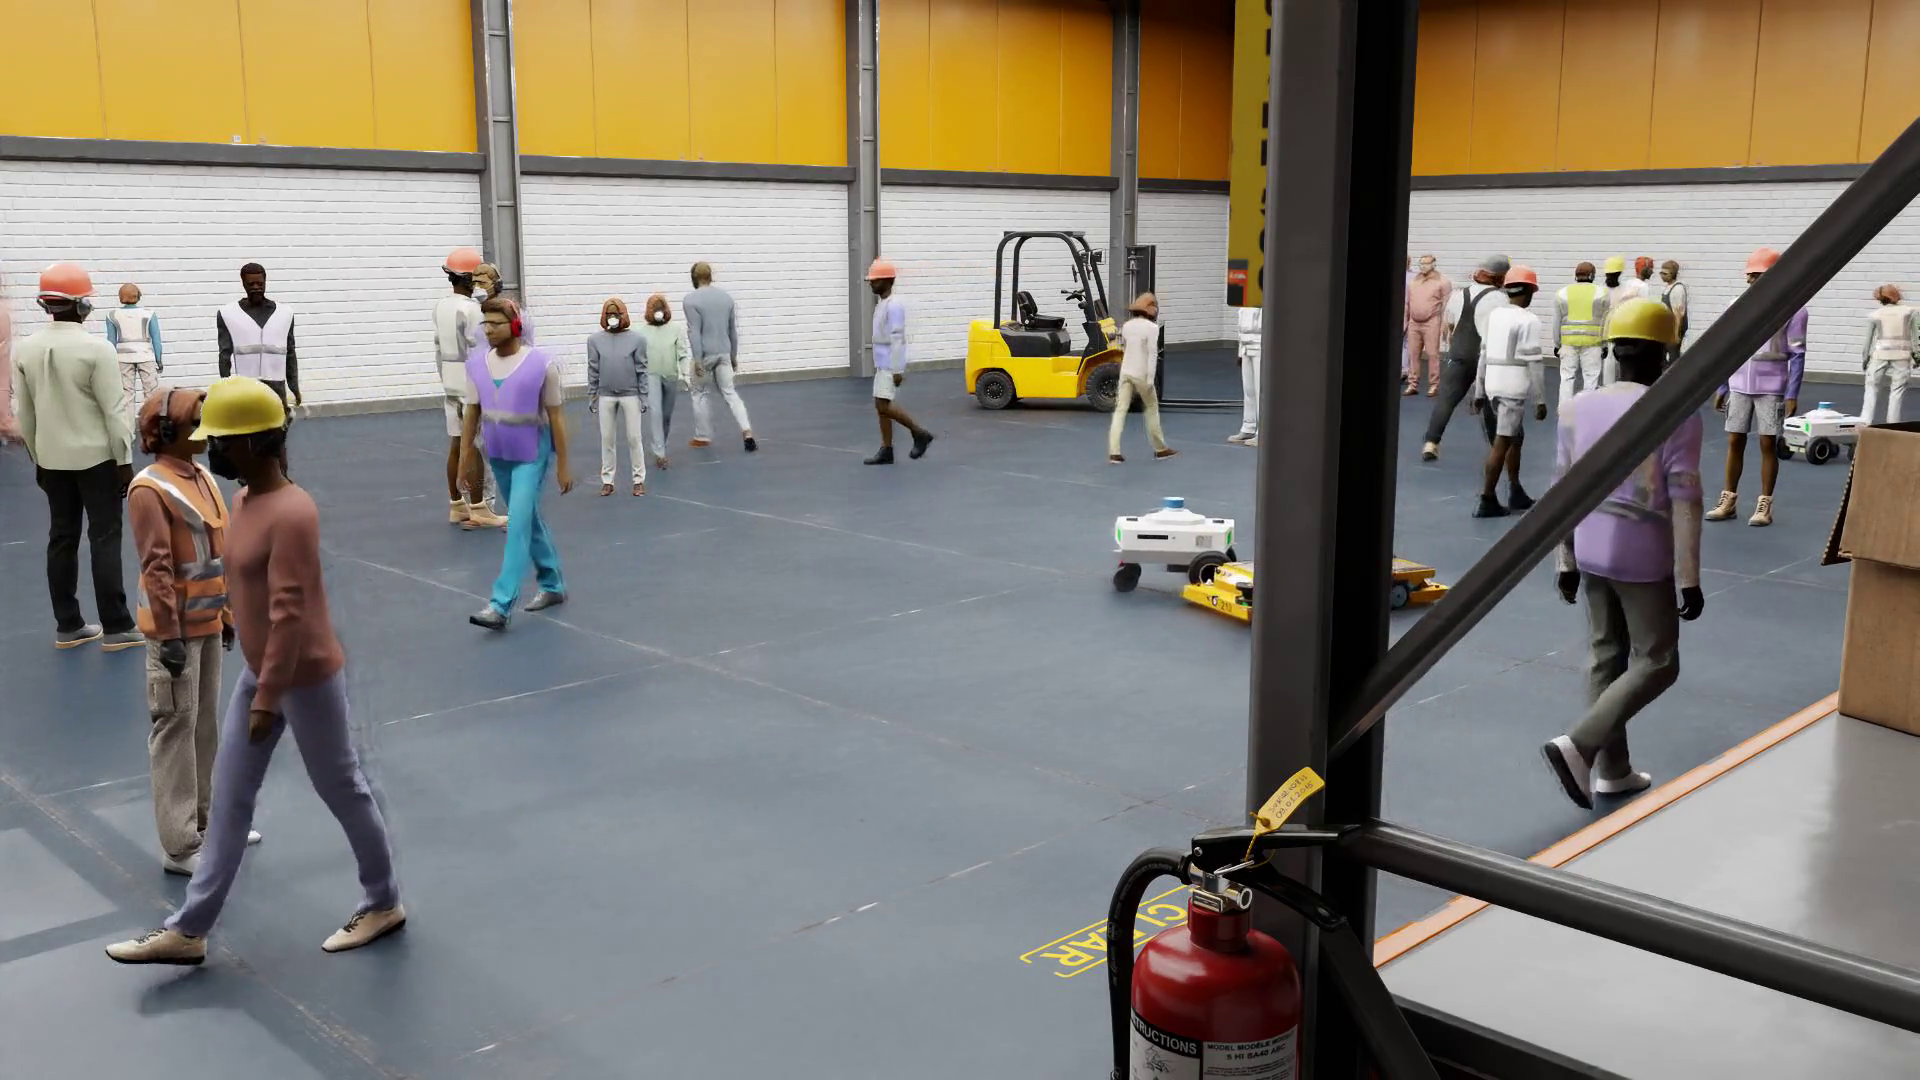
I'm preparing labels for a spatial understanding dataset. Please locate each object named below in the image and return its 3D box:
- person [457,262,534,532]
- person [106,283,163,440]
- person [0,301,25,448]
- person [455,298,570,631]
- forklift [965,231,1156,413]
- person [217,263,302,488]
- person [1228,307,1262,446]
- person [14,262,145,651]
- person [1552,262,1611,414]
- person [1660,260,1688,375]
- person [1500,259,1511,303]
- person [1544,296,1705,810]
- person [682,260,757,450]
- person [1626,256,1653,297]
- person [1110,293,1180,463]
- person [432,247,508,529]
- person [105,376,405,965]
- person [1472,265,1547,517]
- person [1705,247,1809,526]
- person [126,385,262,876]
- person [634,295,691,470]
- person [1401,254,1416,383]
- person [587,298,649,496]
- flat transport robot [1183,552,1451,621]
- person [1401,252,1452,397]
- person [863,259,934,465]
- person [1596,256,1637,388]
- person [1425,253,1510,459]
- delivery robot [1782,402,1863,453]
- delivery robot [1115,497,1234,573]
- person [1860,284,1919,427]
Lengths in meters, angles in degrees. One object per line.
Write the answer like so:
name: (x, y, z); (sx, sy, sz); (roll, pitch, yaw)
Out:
person: (-3.363, -1.023, 12.000); (0.630, 1.940, 0.372); (3, 11, 15)
person: (-8.545, -1.836, 17.256); (0.514, 1.638, 0.310); (-3, 11, -15)
person: (-8.168, -1.380, 14.136); (0.882, 1.875, 0.647); (-4, 11, -23)
person: (-2.484, -0.428, 9.156); (0.587, 1.787, 0.979); (5, 11, 24)
forklift: (1.222, -2.721, 20.561); (2.313, 2.155, 1.214); (2, 11, 13)
person: (-5.546, -1.228, 13.181); (0.597, 1.915, 0.372); (-8, 13, -37)
person: (3.005, -1.899, 16.931); (0.358, 1.882, 0.574); (-4, 11, -21)
person: (-4.505, -0.418, 8.540); (0.620, 1.997, 0.372); (3, 11, 14)
person: (6.966, -2.189, 18.645); (0.621, 1.837, 0.429); (6, 12, 30)
person: (9.210, -2.698, 21.485); (0.485, 1.808, 0.518); (1, 10, 4)
person: (8.419, -3.528, 25.956); (0.600, 1.827, 0.404); (1, 10, 5)
person: (2.422, 0.065, 6.128); (0.635, 1.911, 0.609); (-6, 12, -29)
person: (-2.381, -1.818, 16.504); (0.828, 1.898, 0.649); (10, 14, 42)
person: (8.361, -2.557, 20.547); (0.408, 1.882, 0.608); (1, 10, 4)
person: (1.719, -1.523, 15.645); (0.838, 1.582, 0.530); (-8, 13, -38)
person: (-3.569, -1.099, 12.130); (0.615, 2.043, 0.373); (10, 14, 42)
person: (-2.037, 0.405, 4.770); (0.869, 1.726, 0.542); (-9, 14, -41)
person: (4.263, -1.120, 12.621); (0.783, 1.898, 0.579); (-4, 11, -21)
person: (5.866, -1.121, 12.247); (0.391, 2.045, 0.608); (-9, 13, -39)
person: (-2.594, 0.301, 5.597); (0.310, 1.641, 0.514); (-1, 10, -6)
person: (-2.780, -1.481, 15.457); (0.500, 1.592, 0.843); (-5, 11, -23)
person: (6.413, -3.175, 23.930); (0.665, 1.875, 0.645); (-4, 11, -19)
person: (-2.796, -1.165, 13.634); (0.502, 1.627, 0.277); (0, 10, 1)
flat transport robot: (2.077, 0.247, 9.629); (1.431, 0.197, 0.652); (-5, 11, -25)
person: (6.161, -2.855, 22.082); (0.653, 1.902, 0.403); (10, 14, 43)
person: (-0.611, -1.639, 15.433); (0.561, 1.922, 0.545); (-3, 11, -16)
person: (7.842, -2.456, 20.007); (0.696, 1.893, 0.602); (-10, 14, -42)
person: (4.875, -1.774, 15.819); (1.065, 2.000, 0.731); (-6, 12, -30)
delivery robot: (8.149, -1.057, 15.707); (0.707, 0.478, 0.477); (-3, 11, -18)
delivery robot: (1.292, -0.014, 10.021); (0.707, 0.478, 0.477); (2, 11, 10)
person: (9.916, -1.915, 17.777); (0.605, 1.612, 0.353); (6, 12, 31)
